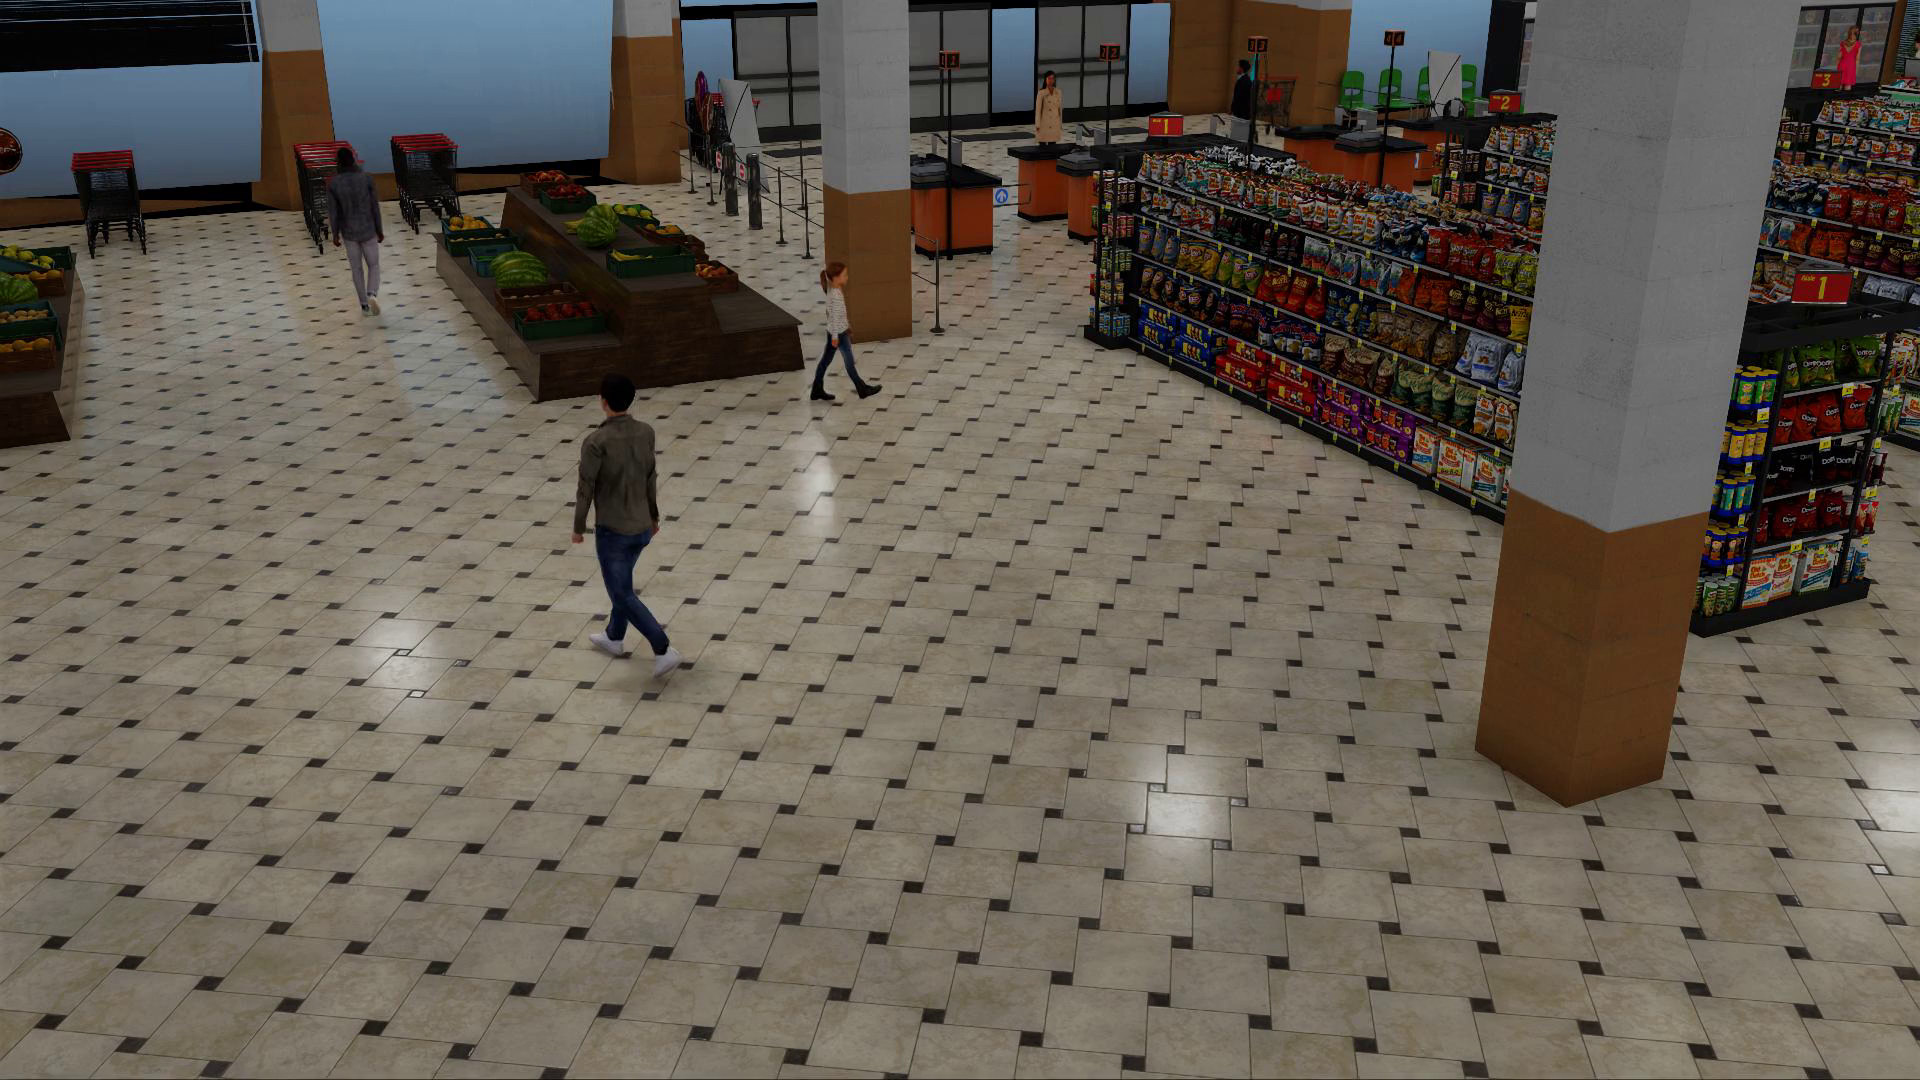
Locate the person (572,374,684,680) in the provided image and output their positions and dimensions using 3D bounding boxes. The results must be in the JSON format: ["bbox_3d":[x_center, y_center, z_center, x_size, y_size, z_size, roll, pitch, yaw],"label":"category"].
[{"bbox_3d":[-1.959,-0.050,9.883,1.258,1.847,1.055,15,26,33],"label":"person"}]

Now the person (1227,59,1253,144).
[{"bbox_3d":[4.735,-7.019,27.428,1.036,1.699,0.989,6,23,15],"label":"person"}]

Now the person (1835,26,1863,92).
[{"bbox_3d":[17.794,-9.433,33.396,0.582,1.727,0.701,20,30,41],"label":"person"}]

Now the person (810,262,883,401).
[{"bbox_3d":[-1.193,-1.874,15.174,0.681,1.288,0.865,-4,22,-10],"label":"person"}]

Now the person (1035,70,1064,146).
[{"bbox_3d":[1.402,-6.563,26.318,0.629,1.680,0.516,-10,24,-23],"label":"person"}]

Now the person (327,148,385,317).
[{"bbox_3d":[-6.498,-3.293,17.990,0.732,1.822,0.854,-7,23,-18],"label":"person"}]
